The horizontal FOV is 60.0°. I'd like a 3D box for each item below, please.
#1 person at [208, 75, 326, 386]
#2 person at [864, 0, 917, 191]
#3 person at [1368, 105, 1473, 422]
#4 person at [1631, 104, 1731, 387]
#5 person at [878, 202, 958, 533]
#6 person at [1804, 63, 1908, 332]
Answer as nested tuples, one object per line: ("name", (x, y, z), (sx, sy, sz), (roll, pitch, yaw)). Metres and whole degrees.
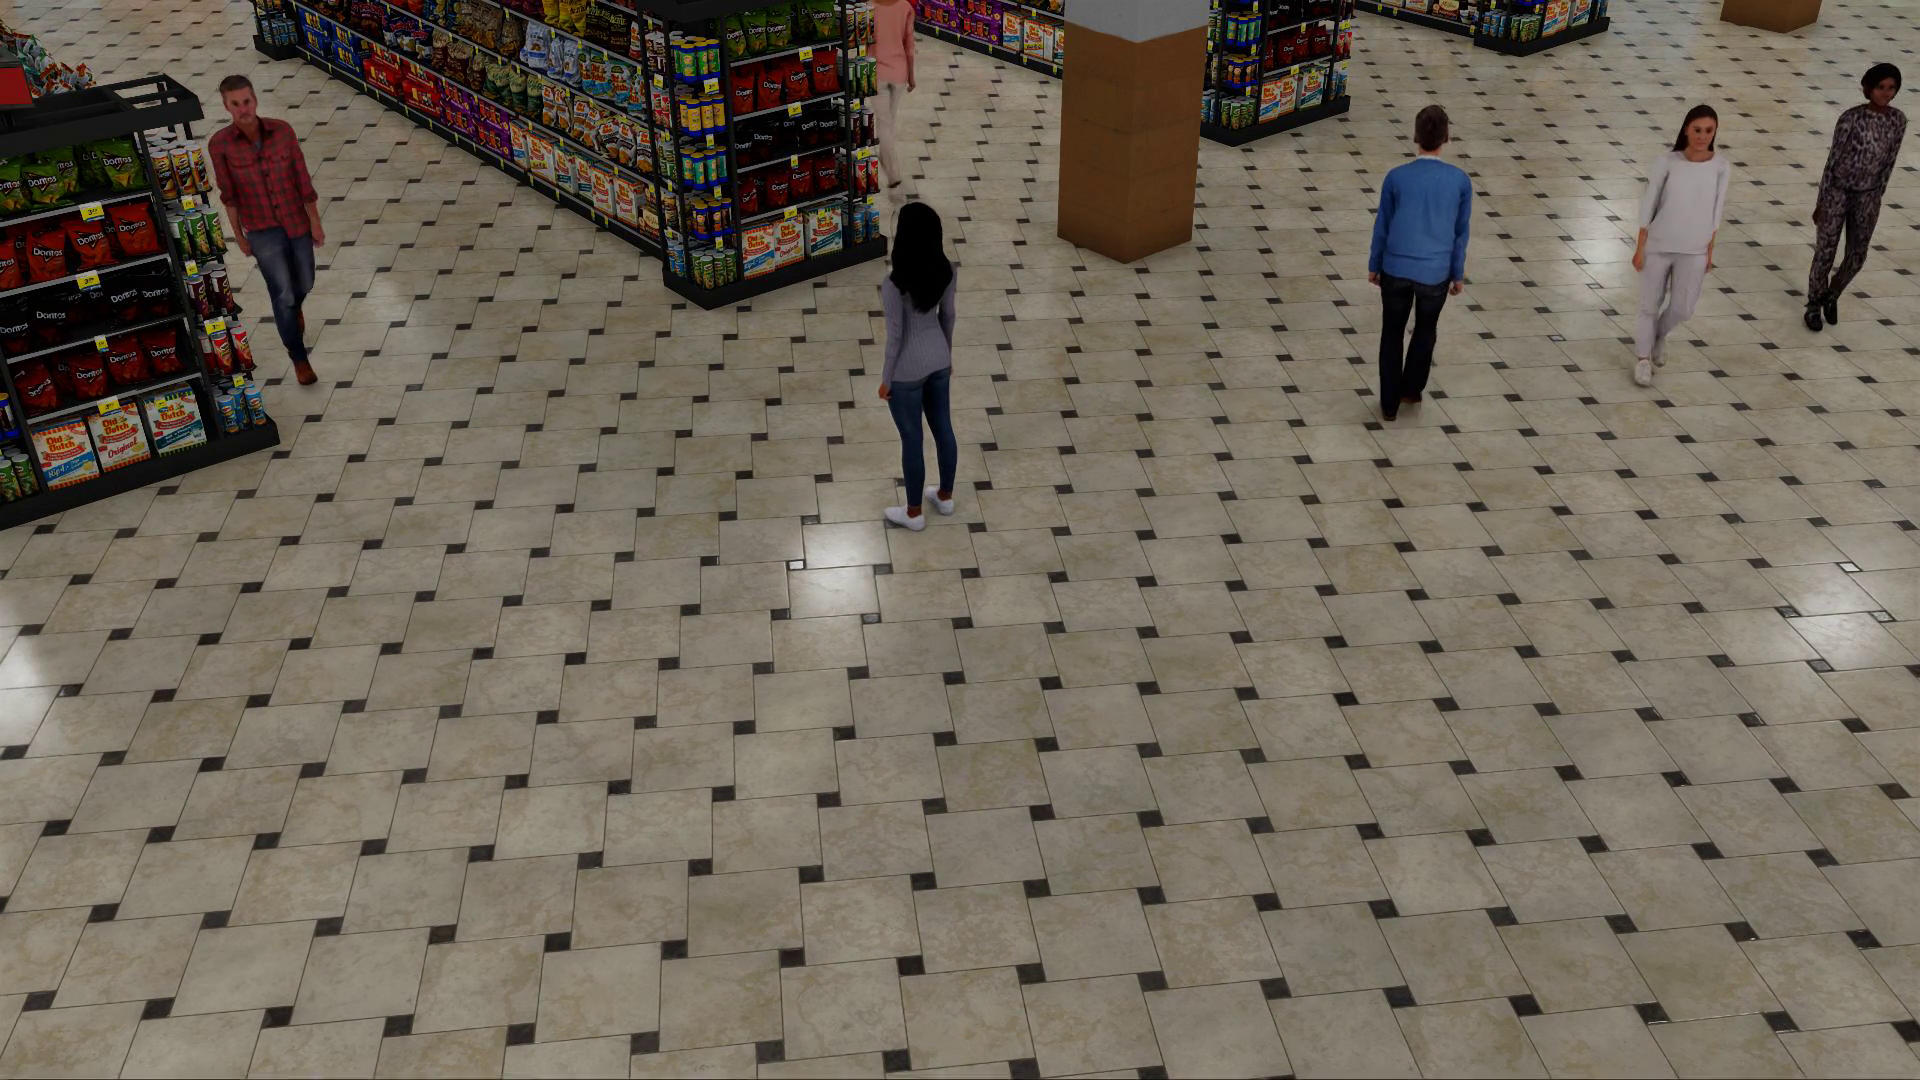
("person", (-4.110, -1.892, 9.964), (0.732, 1.791, 1.192), (-20, 37, -29))
("person", (-0.549, -3.502, 12.654), (0.921, 1.682, 1.231), (-9, 33, -14))
("person", (2.555, -1.494, 9.312), (0.766, 1.804, 0.855), (7, 33, 11))
("person", (4.226, -1.761, 9.855), (0.783, 1.684, 0.842), (6, 32, 10))
("person", (-0.195, -0.861, 8.359), (0.600, 1.735, 0.507), (-24, 39, -33))
("person", (5.571, -2.155, 10.469), (0.710, 1.704, 0.774), (7, 33, 12))
